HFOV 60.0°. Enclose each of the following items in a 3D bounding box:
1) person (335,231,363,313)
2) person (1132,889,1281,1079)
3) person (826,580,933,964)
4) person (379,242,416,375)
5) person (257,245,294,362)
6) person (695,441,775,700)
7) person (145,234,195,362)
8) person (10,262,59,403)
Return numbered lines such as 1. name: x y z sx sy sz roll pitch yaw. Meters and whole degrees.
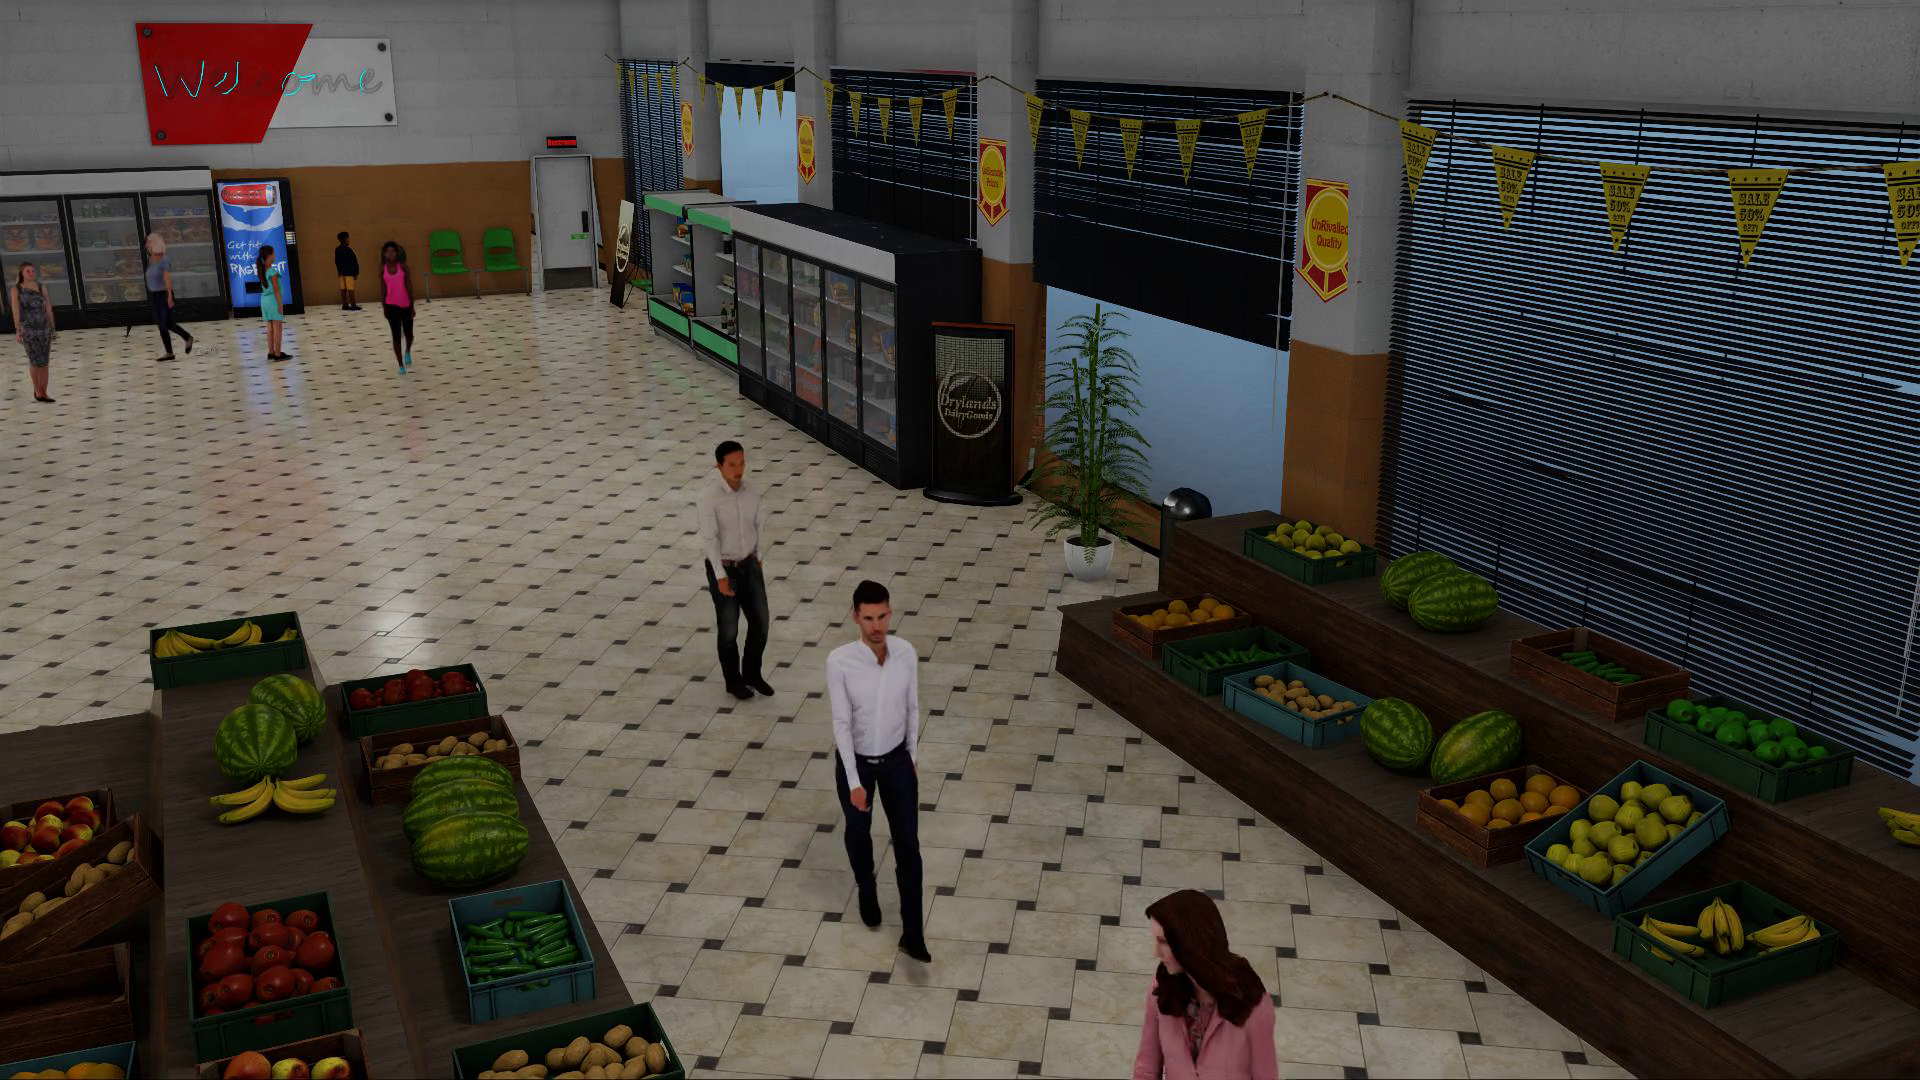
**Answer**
1. person: -9.850 -4.312 26.686 0.610 1.267 0.673 7 18 22
2. person: 0.791 1.934 5.233 0.717 1.780 0.788 3 17 10
3. person: -0.444 1.043 8.076 0.772 1.833 1.178 -5 18 -15
4. person: -7.330 -3.040 21.764 0.618 1.694 1.129 -6 18 -19
5. person: -9.359 -3.227 22.613 0.596 1.558 0.689 12 21 35
6. person: -1.553 0.191 10.964 0.719 1.786 0.713 -13 21 -37
7. person: -10.732 -3.289 22.550 0.806 1.712 0.834 11 20 33
8. person: -11.135 -2.489 19.951 0.729 1.692 0.701 12 21 35
